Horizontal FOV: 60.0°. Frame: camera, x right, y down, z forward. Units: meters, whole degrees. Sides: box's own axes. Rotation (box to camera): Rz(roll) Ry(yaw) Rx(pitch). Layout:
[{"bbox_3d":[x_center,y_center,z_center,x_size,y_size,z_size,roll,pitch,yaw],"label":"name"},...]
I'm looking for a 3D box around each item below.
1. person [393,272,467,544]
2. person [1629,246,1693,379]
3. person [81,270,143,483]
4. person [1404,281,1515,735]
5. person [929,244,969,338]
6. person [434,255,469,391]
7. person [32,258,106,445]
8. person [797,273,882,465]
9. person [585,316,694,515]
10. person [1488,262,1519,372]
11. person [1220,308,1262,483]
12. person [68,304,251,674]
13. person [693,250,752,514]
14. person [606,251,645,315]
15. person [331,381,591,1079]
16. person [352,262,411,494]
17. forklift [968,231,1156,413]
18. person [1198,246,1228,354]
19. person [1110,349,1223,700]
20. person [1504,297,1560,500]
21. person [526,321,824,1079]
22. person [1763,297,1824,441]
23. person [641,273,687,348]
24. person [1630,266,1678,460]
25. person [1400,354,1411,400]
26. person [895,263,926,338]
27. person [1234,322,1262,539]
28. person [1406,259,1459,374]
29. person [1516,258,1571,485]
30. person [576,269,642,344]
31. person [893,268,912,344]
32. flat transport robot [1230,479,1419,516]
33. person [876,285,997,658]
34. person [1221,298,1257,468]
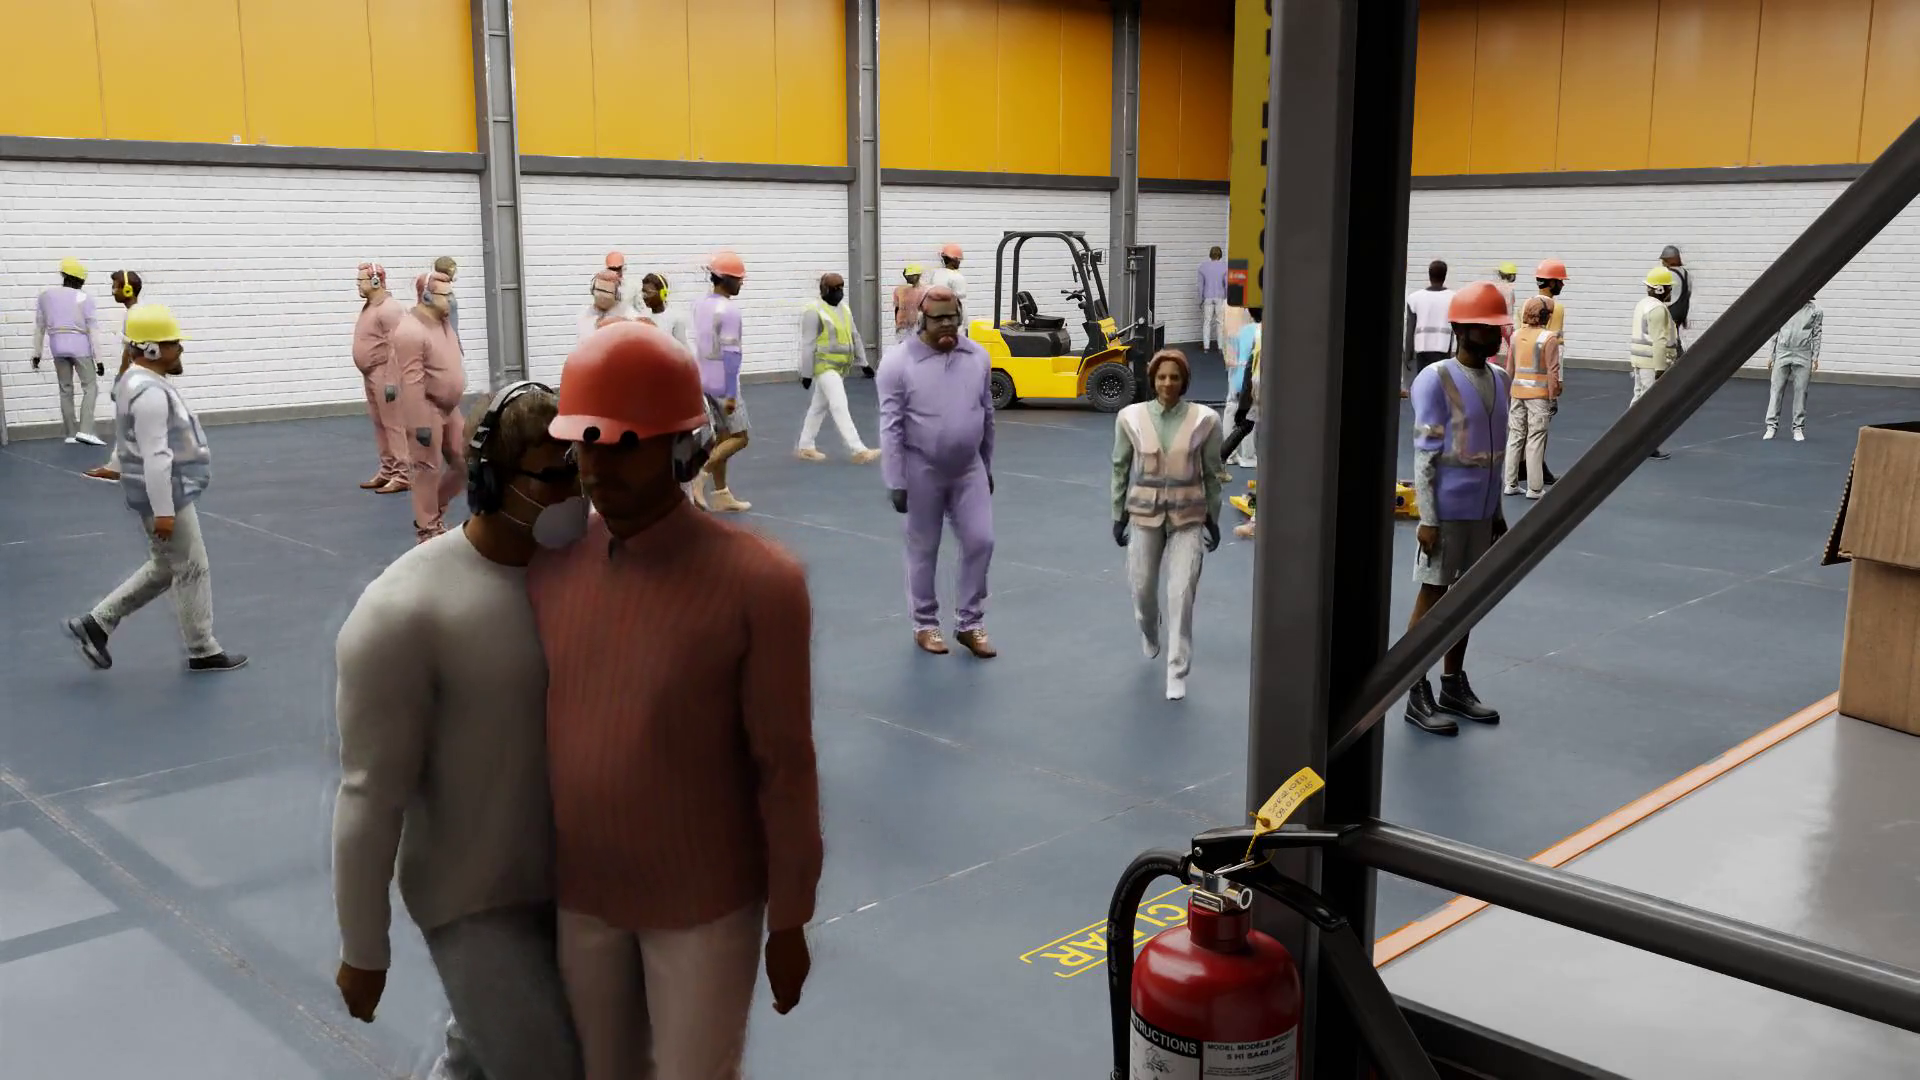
[{"bbox_3d":[-3.501,-0.839,11.125,0.420,1.888,0.662,2,11,10],"label":"person"},{"bbox_3d":[10.249,-3.297,24.121,0.696,2.000,1.012,-9,13,-39],"label":"person"},{"bbox_3d":[-7.079,-1.355,14.099,0.941,1.829,0.526,-3,11,-16],"label":"person"},{"bbox_3d":[2.177,-0.139,7.177,0.542,1.939,0.368,-7,12,-33],"label":"person"},{"bbox_3d":[-0.059,-2.847,21.738,0.759,2.013,0.623,-9,14,-40],"label":"person"},{"bbox_3d":[-5.395,-2.030,17.538,0.424,1.920,0.632,-3,11,-15],"label":"person"},{"bbox_3d":[-9.111,-1.891,16.886,0.771,1.891,0.550,-1,10,-4],"label":"person"},{"bbox_3d":[-1.166,-1.596,15.563,0.994,1.786,0.635,5,11,24],"label":"person"},{"bbox_3d":[-1.031,0.234,5.312,0.387,1.881,0.599,-6,12,-31],"label":"person"},{"bbox_3d":[7.686,-3.002,23.284,0.591,1.747,0.547,-2,11,-10],"label":"person"},{"bbox_3d":[2.523,-1.317,14.375,0.856,1.657,0.538,-2,11,-12],"label":"person"},{"bbox_3d":[-3.892,-0.221,7.975,0.711,1.812,0.598,-6,12,-29],"label":"person"},{"bbox_3d":[-1.858,-1.168,12.575,0.594,2.022,0.612,-8,13,-37],"label":"person"},{"bbox_3d":[-4.172,-2.598,20.584,0.644,1.958,0.934,1,10,6],"label":"person"},{"bbox_3d":[-0.778,0.649,3.051,1.033,1.881,0.638,5,12,27],"label":"person"},{"bbox_3d":[-4.829,-1.342,13.828,0.399,1.907,0.644,-7,13,-35],"label":"person"},{"bbox_3d":[1.222,-2.721,20.561,2.313,2.155,1.214,2,11,13],"label":"forklift"},{"bbox_3d":[4.609,-4.341,30.094,0.627,1.940,0.370,5,11,23],"label":"person"},{"bbox_3d":[0.978,-0.100,7.855,0.522,1.622,0.610,2,11,11],"label":"person"},{"bbox_3d":[4.643,-1.148,13.498,0.307,1.639,0.525,-5,12,-25],"label":"person"},{"bbox_3d":[-0.564,0.618,2.920,0.639,1.989,0.457,5,12,27],"label":"person"},{"bbox_3d":[8.671,-1.897,17.298,0.492,1.742,0.320,5,11,25],"label":"person"},{"bbox_3d":[-2.512,-1.273,13.693,0.556,1.813,0.989,7,13,35],"label":"person"},{"bbox_3d":[6.645,-1.693,15.940,0.403,1.835,0.586,1,10,4],"label":"person"},{"bbox_3d":[5.458,-2.752,21.528,0.932,1.914,0.609,1,10,6],"label":"person"},{"bbox_3d":[-0.651,-2.931,22.928,0.504,1.751,0.522,-8,13,-36],"label":"person"},{"bbox_3d":[2.185,-0.919,11.775,0.794,1.807,0.646,-4,11,-19],"label":"person"},{"bbox_3d":[4.916,-1.954,17.232,0.594,1.893,0.835,4,11,21],"label":"person"},{"bbox_3d":[5.020,-1.446,14.312,0.371,1.935,0.551,-3,11,-17],"label":"person"},{"bbox_3d":[-2.642,-1.107,12.612,0.649,1.883,0.476,5,12,27],"label":"person"},{"bbox_3d":[-0.743,-3.212,24.623,0.532,1.691,0.322,4,11,22],"label":"person"},{"bbox_3d":[2.850,-0.327,12.758,1.431,0.197,0.652,-1,10,-5],"label":"flat transport robot"},{"bbox_3d":[-0.066,-0.325,8.348,0.663,1.881,0.663,-5,11,-24],"label":"person"},{"bbox_3d":[2.624,-1.621,15.286,0.355,1.930,0.587,-6,12,-29],"label":"person"}]
